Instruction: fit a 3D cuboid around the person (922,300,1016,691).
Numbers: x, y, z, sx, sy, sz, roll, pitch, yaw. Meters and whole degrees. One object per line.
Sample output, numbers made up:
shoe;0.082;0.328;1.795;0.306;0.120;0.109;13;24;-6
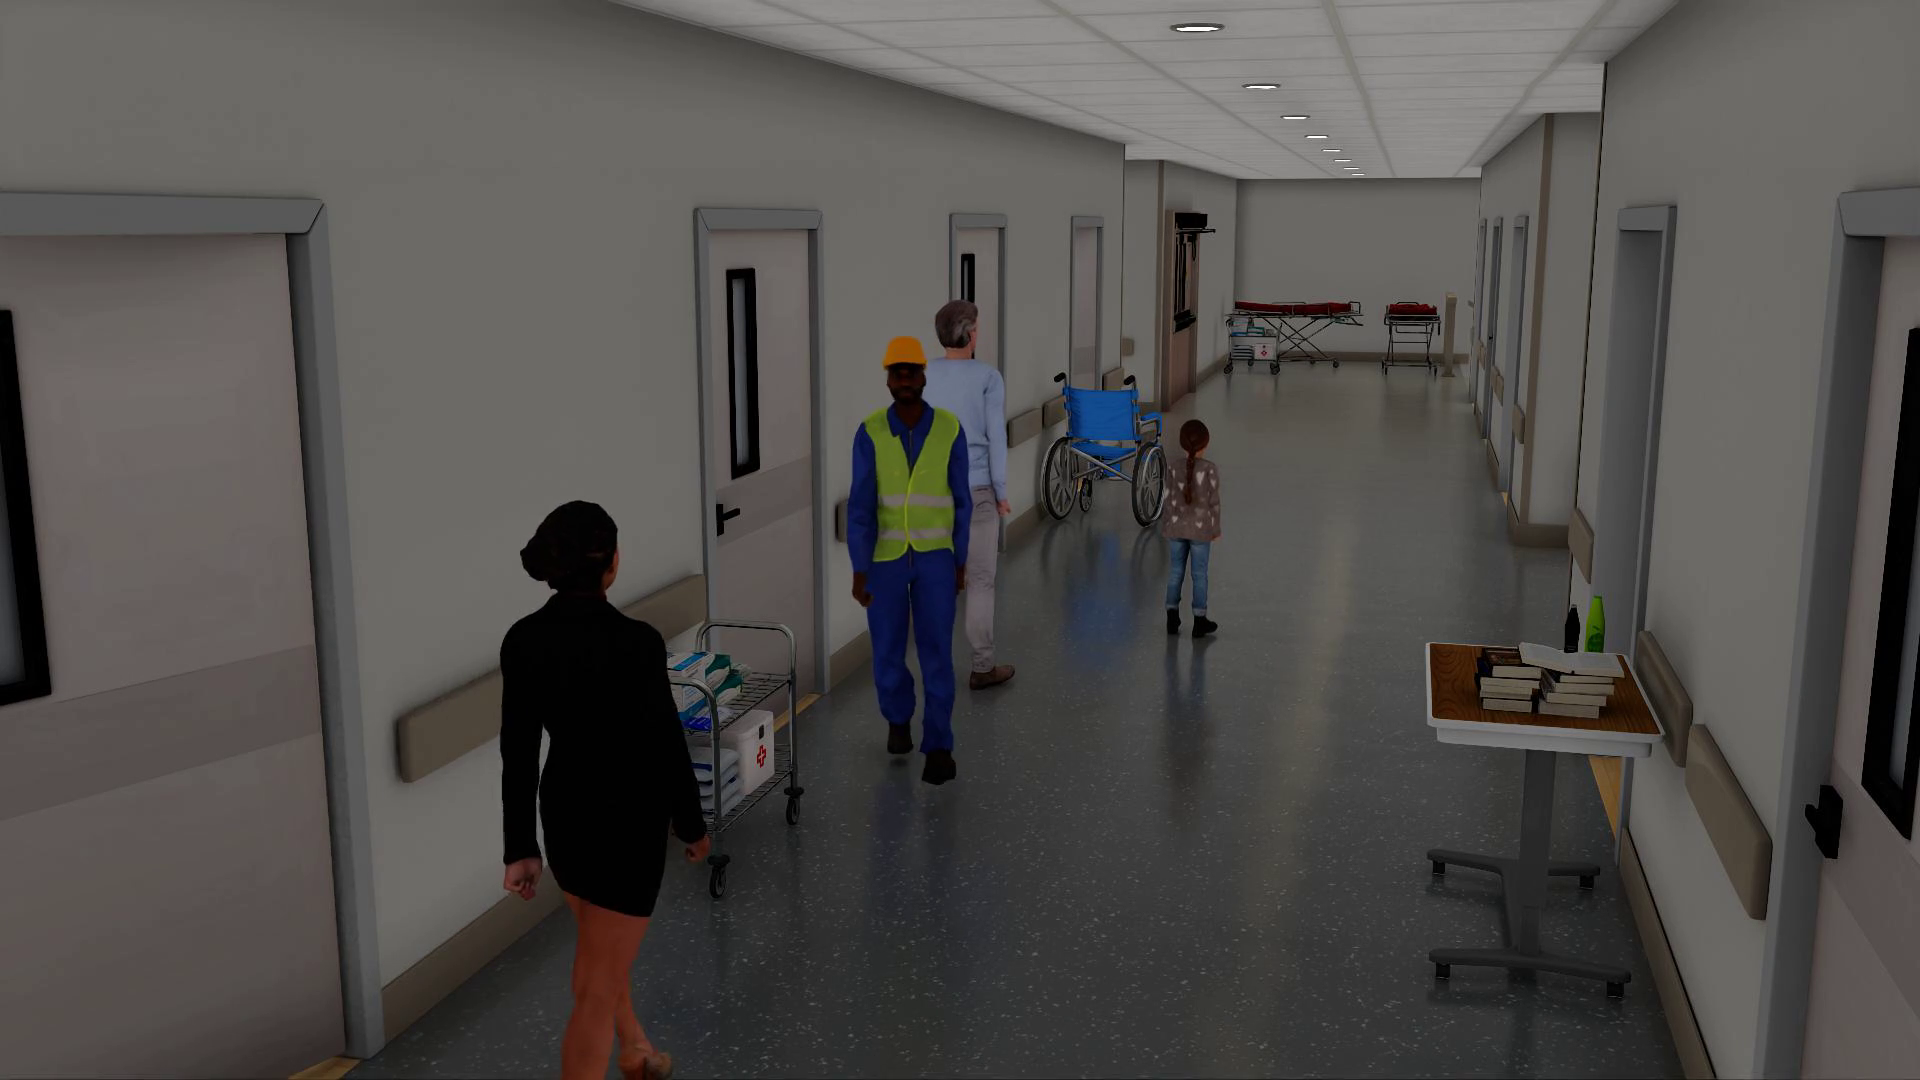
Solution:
person;-0.006;-0.228;8.146;0.697;1.892;0.627;5;12;24

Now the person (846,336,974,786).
person;-0.222;0.082;6.858;0.943;1.764;1.255;-1;11;-6

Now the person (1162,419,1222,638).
person;1.274;-0.071;9.202;0.533;1.191;0.528;6;12;30

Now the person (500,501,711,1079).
person;-0.838;0.758;3.761;0.582;1.590;1.035;3;11;17
